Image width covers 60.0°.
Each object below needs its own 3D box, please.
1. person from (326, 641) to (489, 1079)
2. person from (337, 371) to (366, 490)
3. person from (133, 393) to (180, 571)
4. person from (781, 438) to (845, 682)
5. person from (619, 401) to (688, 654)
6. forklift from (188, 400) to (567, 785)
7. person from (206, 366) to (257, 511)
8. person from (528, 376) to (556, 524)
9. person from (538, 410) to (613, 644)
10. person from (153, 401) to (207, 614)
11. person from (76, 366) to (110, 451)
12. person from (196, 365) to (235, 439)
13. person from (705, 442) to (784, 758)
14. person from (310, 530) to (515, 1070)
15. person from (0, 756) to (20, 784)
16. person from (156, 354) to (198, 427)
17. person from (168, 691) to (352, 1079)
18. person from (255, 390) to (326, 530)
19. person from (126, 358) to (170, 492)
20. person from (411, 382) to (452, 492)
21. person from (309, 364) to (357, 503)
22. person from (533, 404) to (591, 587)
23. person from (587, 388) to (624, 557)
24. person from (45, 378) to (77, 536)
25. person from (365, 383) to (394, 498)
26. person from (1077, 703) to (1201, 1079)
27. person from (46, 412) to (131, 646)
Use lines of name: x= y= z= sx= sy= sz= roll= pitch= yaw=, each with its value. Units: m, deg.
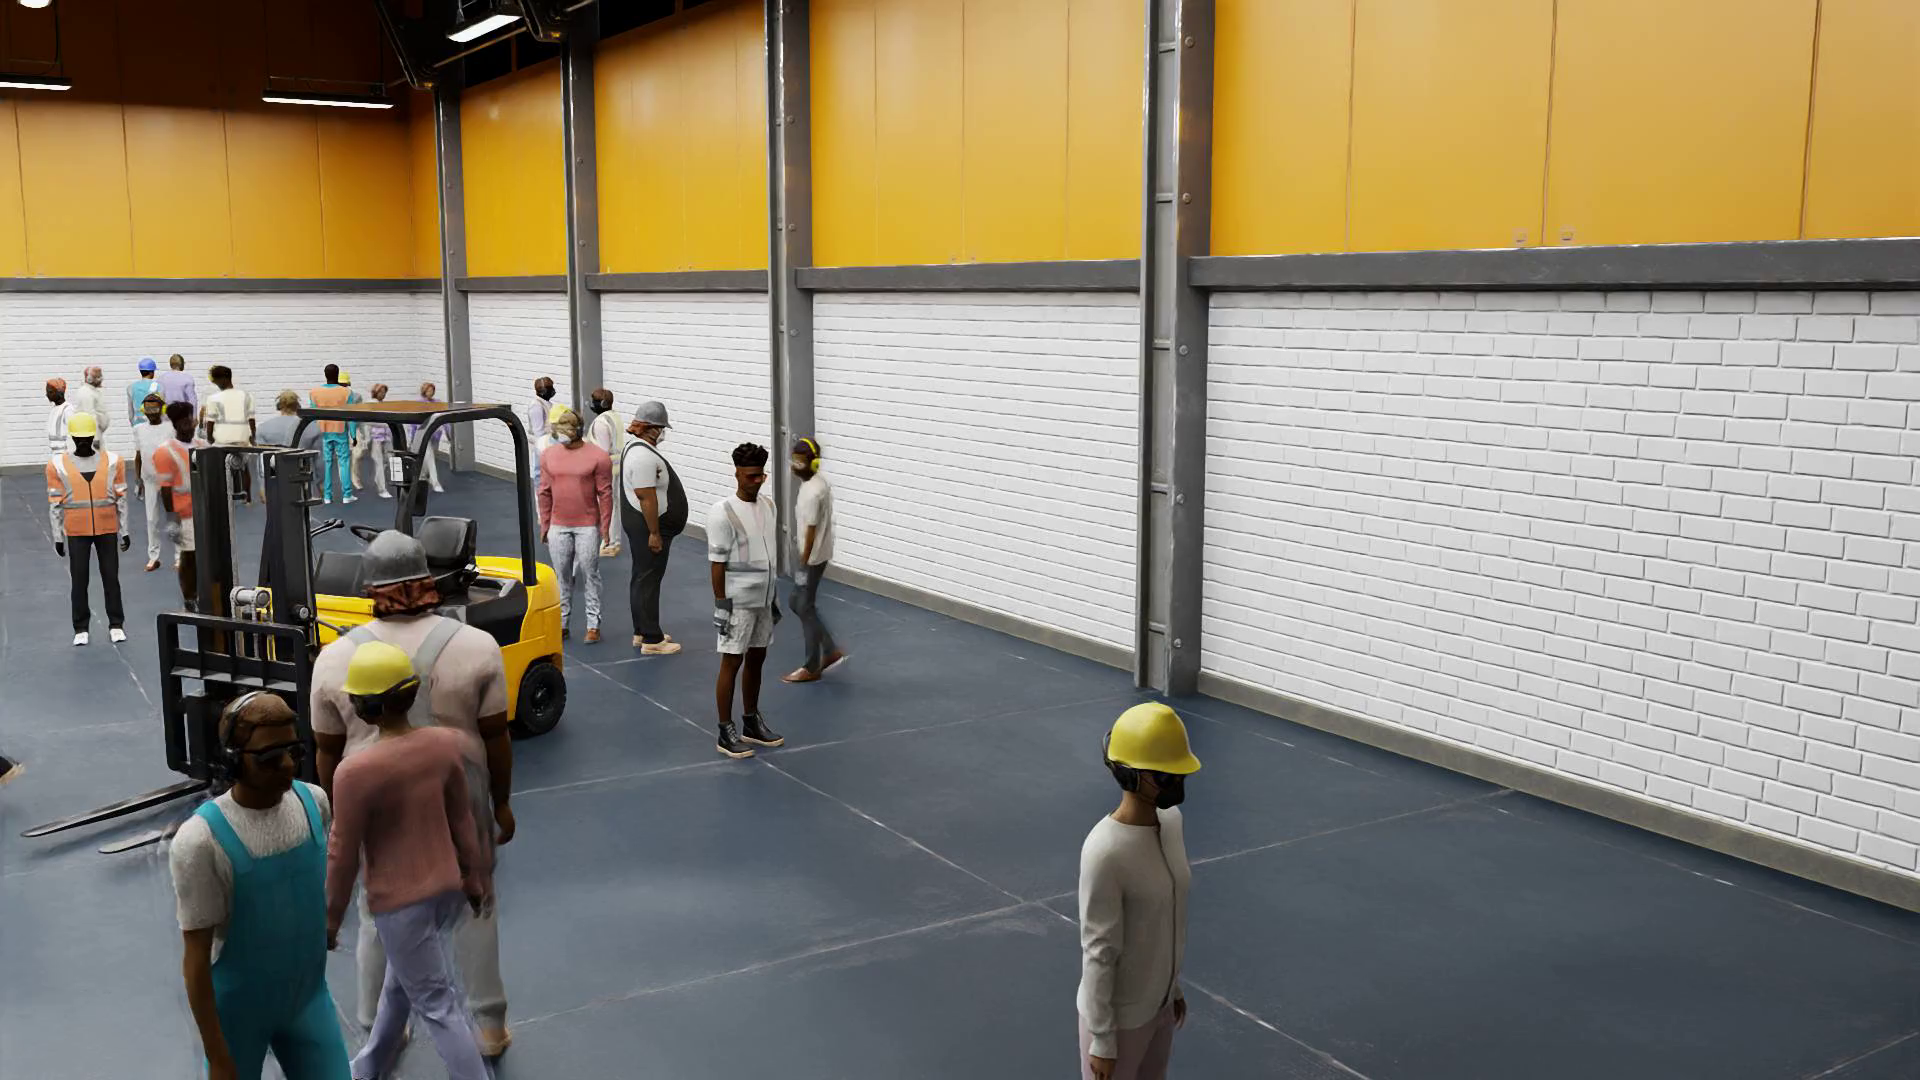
person: x=-1.904 y=1.192 z=5.636 sx=0.900 sy=1.716 sz=0.534 roll=3 pitch=9 yaw=22
person: x=-8.919 y=-1.572 z=24.153 sx=0.557 sy=1.748 sz=0.525 roll=-5 pitch=10 yaw=-28
person: x=-8.287 y=-0.592 z=17.224 sx=0.511 sy=1.860 sz=0.341 roll=0 pitch=8 yaw=-2
person: x=-1.108 y=0.157 z=12.211 sx=0.441 sy=1.846 sz=0.578 roll=-1 pitch=8 yaw=-6
person: x=-2.456 y=-0.116 z=13.387 sx=0.536 sy=2.000 sz=0.676 roll=-3 pitch=9 yaw=-19
forklift: x=-3.529 y=0.258 z=10.348 sx=1.214 sy=2.155 sz=2.313 roll=4 pitch=9 yaw=25
person: x=-9.744 y=-1.355 z=22.167 sx=0.648 sy=1.910 sz=0.789 roll=-8 pitch=11 yaw=-42
person: x=-5.164 y=-1.117 z=20.792 sx=0.429 sy=1.846 sz=0.632 roll=0 pitch=8 yaw=-3
person: x=-3.161 y=-0.106 z=13.675 sx=0.627 sy=1.936 sz=0.373 roll=1 pitch=9 yaw=7
person: x=-6.762 y=-0.259 z=14.648 sx=0.379 sy=1.967 sz=0.627 roll=1 pitch=9 yaw=10
person: x=-11.866 y=-1.436 z=22.803 sx=0.394 sy=1.890 sz=0.676 roll=-4 pitch=9 yaw=-24
person: x=-10.903 y=-1.638 z=24.385 sx=0.910 sy=1.825 sz=0.511 roll=6 pitch=11 yaw=36
person: x=-1.330 y=0.361 z=10.420 sx=0.362 sy=1.962 sz=0.614 roll=5 pitch=10 yaw=31
person: x=-2.021 y=0.950 z=6.202 sx=0.691 sy=2.000 sz=0.539 roll=-2 pitch=9 yaw=-13
person: x=-5.483 y=0.577 z=9.022 sx=0.633 sy=1.942 sz=0.466 roll=7 pitch=11 yaw=41
person: x=-12.225 y=-1.942 z=26.033 sx=0.634 sy=1.937 sz=0.355 roll=1 pitch=9 yaw=8
person: x=-1.835 y=1.311 z=4.559 sx=0.948 sy=1.796 sz=0.524 roll=5 pitch=10 yaw=31
person: x=-6.795 y=-0.572 z=16.914 sx=0.654 sy=1.901 sz=0.896 roll=-4 pitch=9 yaw=-25
person: x=-11.703 y=-1.650 z=24.038 sx=0.605 sy=1.948 sz=0.391 roll=1 pitch=9 yaw=8
person: x=-7.782 y=-1.515 z=24.327 sx=0.872 sy=1.595 sz=0.513 roll=7 pitch=11 yaw=41
person: x=-8.594 y=-1.457 z=22.833 sx=0.600 sy=1.917 sz=0.376 roll=-1 pitch=8 yaw=-6
person: x=-3.885 y=-0.443 z=16.367 sx=0.609 sy=1.813 sz=0.526 roll=0 pitch=8 yaw=0
person: x=-3.907 y=-0.741 z=18.262 sx=0.429 sy=1.843 sz=0.634 roll=0 pitch=8 yaw=3
person: x=-10.664 y=-0.989 z=19.818 sx=0.361 sy=1.878 sz=0.581 roll=-8 pitch=12 yaw=-43
person: x=-8.191 y=-1.407 z=23.484 sx=0.469 sy=1.625 sz=0.528 roll=6 pitch=10 yaw=34
person: x=0.507 y=1.315 z=4.659 sx=0.328 sy=1.767 sz=0.531 roll=5 pitch=10 yaw=31
person: x=-7.127 y=-0.090 z=13.643 sx=0.581 sy=1.919 sz=0.393 roll=-6 pitch=10 yaw=-33
